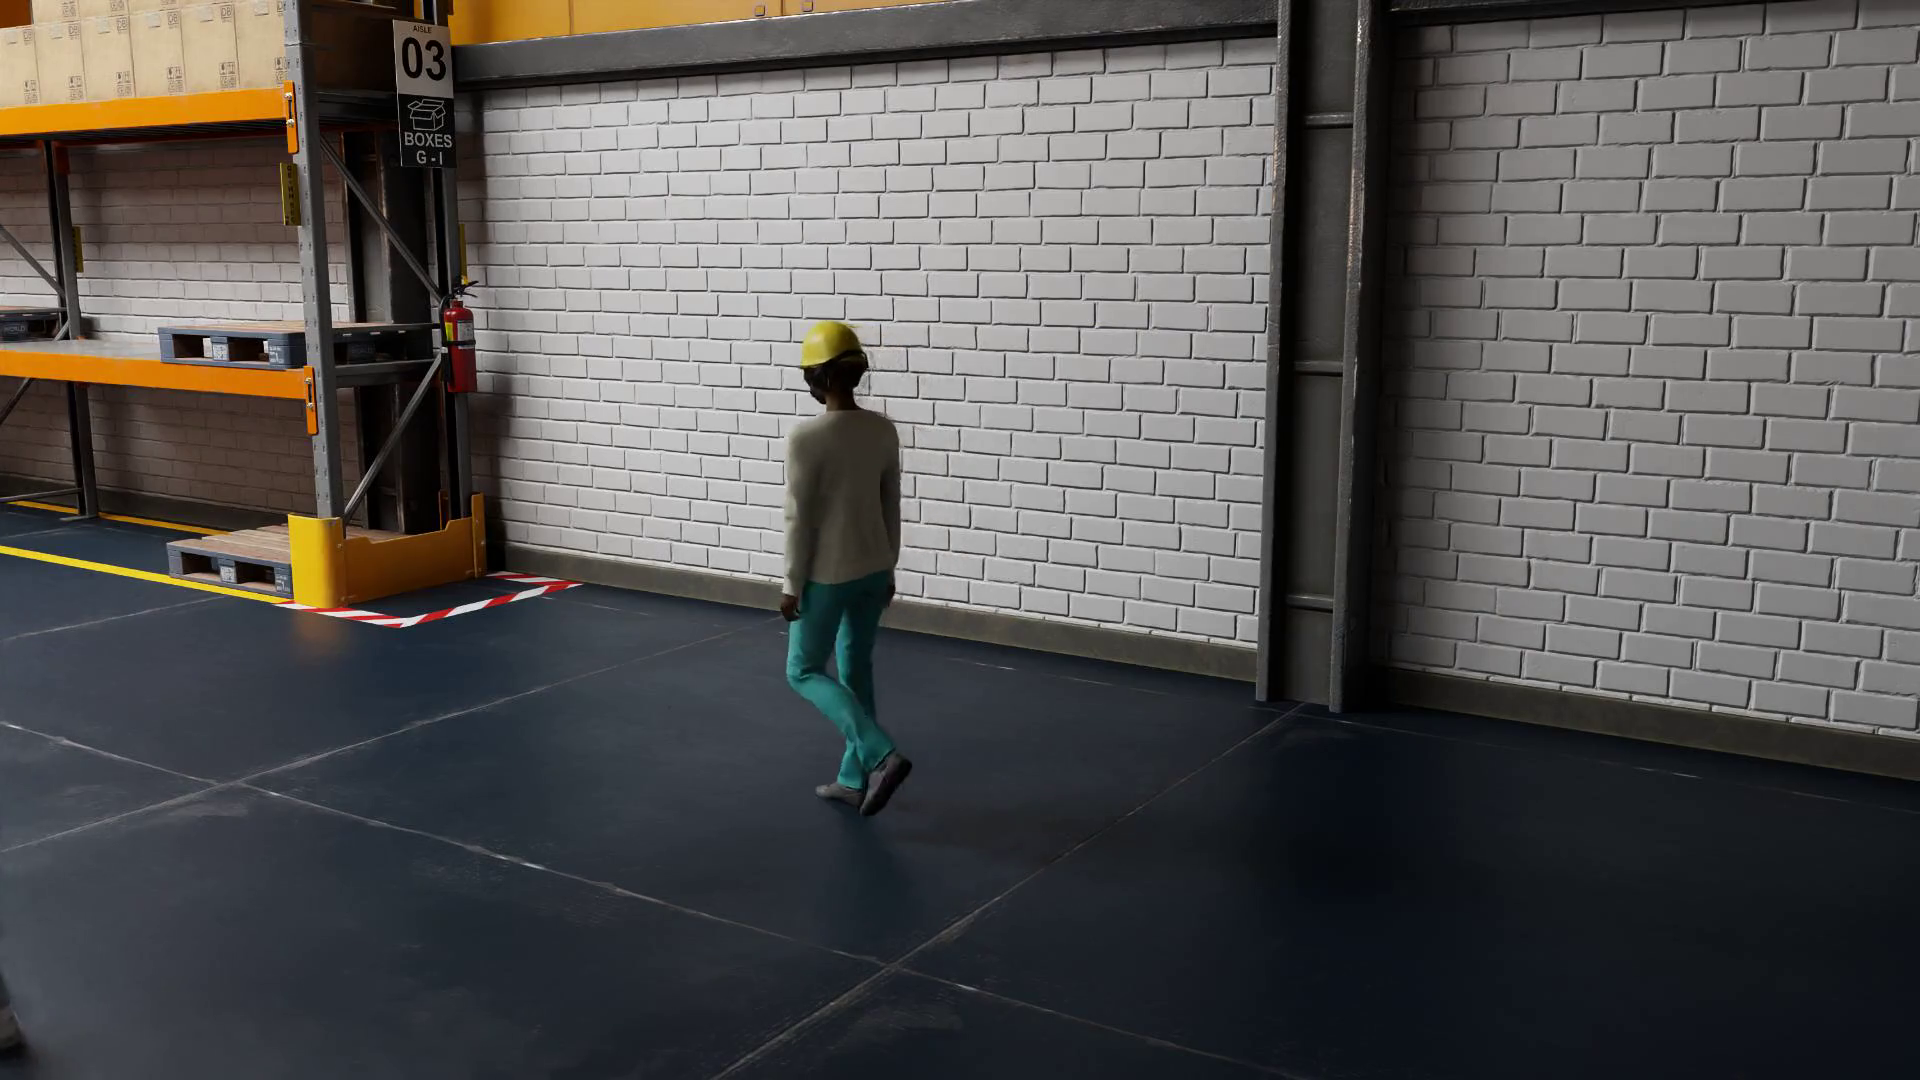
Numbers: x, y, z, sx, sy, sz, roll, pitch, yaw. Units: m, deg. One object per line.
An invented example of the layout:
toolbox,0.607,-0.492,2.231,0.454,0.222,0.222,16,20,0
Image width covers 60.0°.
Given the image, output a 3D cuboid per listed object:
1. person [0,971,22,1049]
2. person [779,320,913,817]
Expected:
person,-2.741,0.426,3.846,0.937,1.823,0.556,-7,12,-33
person,-0.367,0.120,5.765,0.508,1.749,0.527,9,13,40
